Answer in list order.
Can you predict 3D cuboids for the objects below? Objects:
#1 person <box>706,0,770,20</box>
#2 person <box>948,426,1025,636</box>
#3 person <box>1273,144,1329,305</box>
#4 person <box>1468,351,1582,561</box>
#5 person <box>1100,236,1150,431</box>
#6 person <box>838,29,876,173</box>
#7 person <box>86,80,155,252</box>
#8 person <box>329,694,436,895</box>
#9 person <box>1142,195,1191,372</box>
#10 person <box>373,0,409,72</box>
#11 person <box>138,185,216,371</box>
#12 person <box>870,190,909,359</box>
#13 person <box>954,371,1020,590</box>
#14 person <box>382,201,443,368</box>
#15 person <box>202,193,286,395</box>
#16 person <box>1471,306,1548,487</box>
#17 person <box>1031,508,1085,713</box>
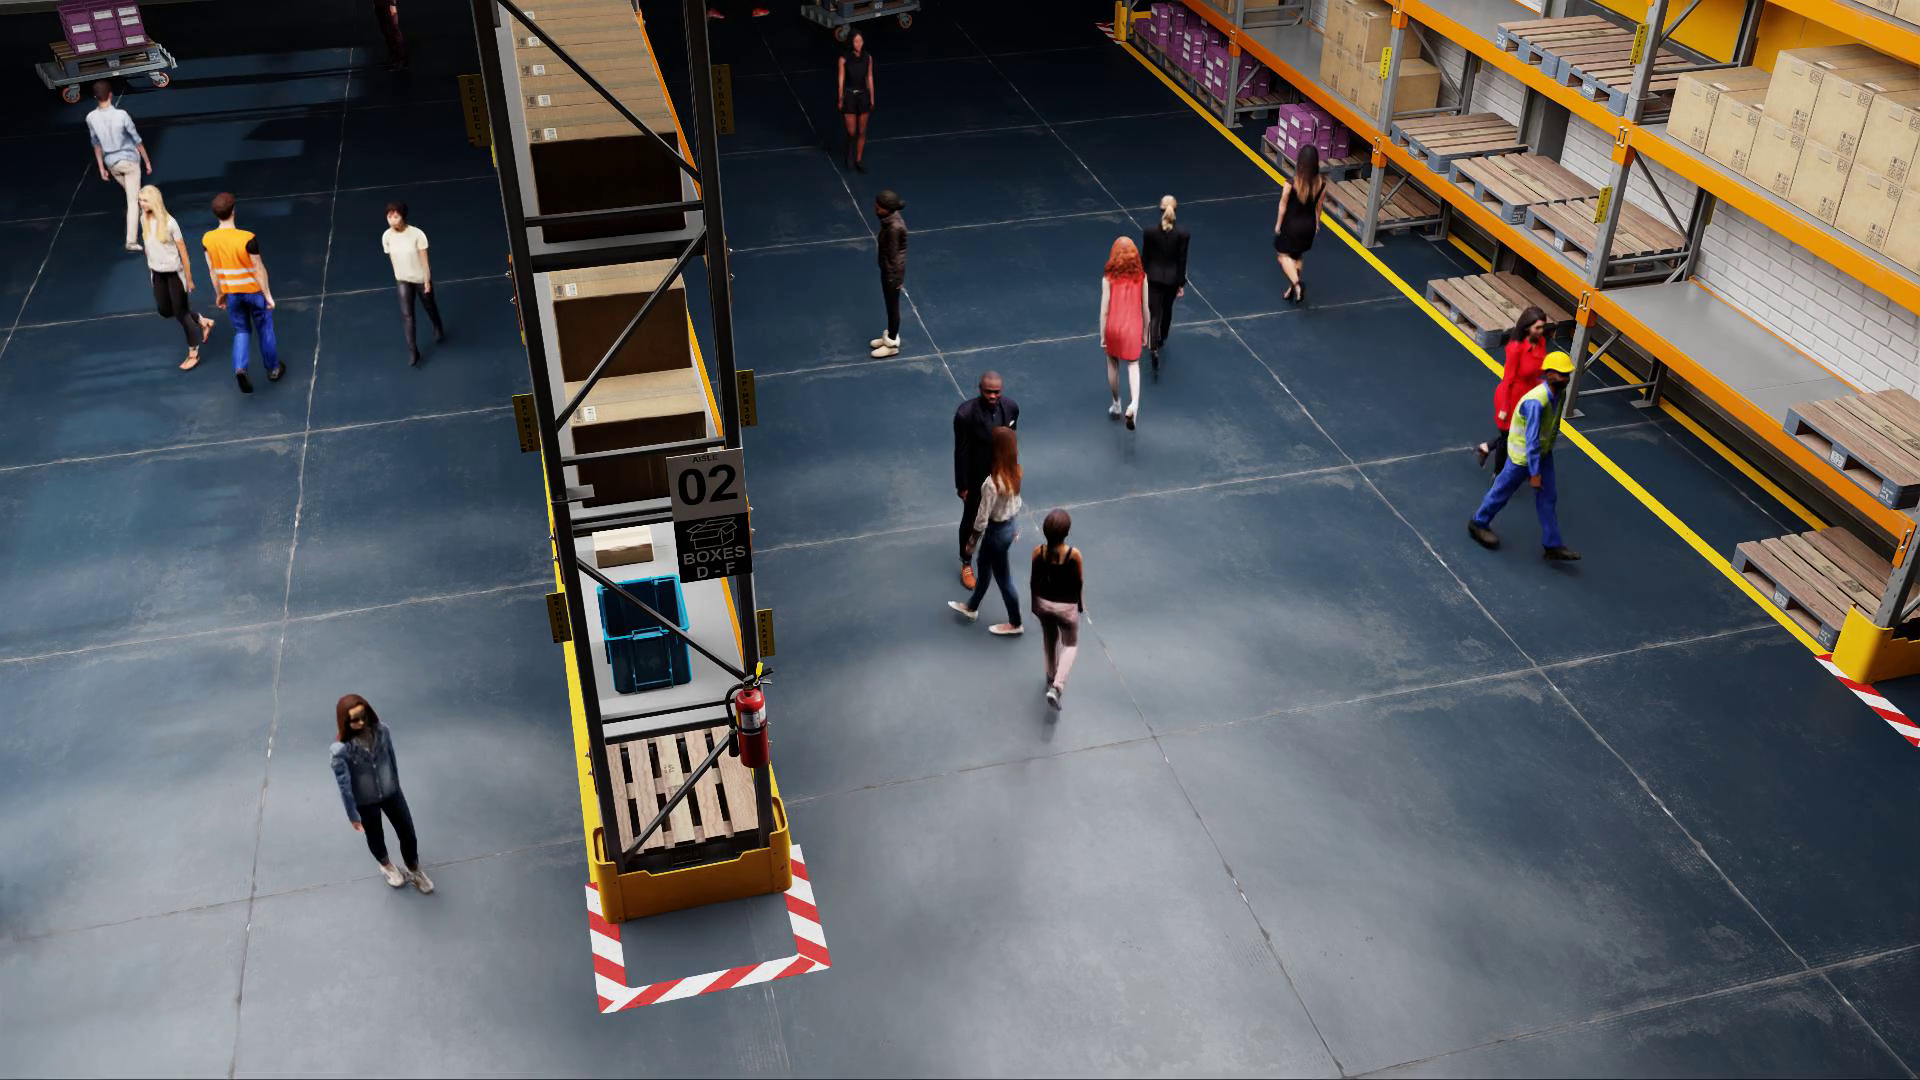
[{"bbox_3d":[-3.551,-8.777,25.260,0.934,1.771,1.215,-17,37,-24],"label":"person"},{"bbox_3d":[0.372,-0.029,12.157,0.938,1.706,0.923,10,35,15],"label":"person"},{"bbox_3d":[3.448,-3.116,16.808,0.682,1.699,0.822,-11,35,-16],"label":"person"},{"bbox_3d":[4.407,-0.679,13.078,0.991,1.769,1.270,-23,40,-31],"label":"person"},{"bbox_3d":[1.450,-1.767,14.682,0.700,1.805,1.029,-3,34,-4],"label":"person"},{"bbox_3d":[-1.291,-5.307,20.076,0.669,1.730,0.656,-16,37,-23],"label":"person"},{"bbox_3d":[-9.122,-4.026,18.071,0.873,1.816,1.288,-1,34,-1],"label":"person"},{"bbox_3d":[-3.576,1.513,10.055,0.718,1.463,0.789,-28,43,-35],"label":"person"},{"bbox_3d":[1.903,-2.379,15.730,0.880,1.665,1.162,3,34,4],"label":"person"},{"bbox_3d":[-8.074,-7.557,23.340,0.711,1.864,0.834,28,43,35],"label":"person"},{"bbox_3d":[-7.447,-2.548,15.850,0.858,1.813,0.951,11,35,16],"label":"person"},{"bbox_3d":[-0.646,-2.586,16.046,0.646,1.659,0.586,10,35,15],"label":"person"},{"bbox_3d":[0.197,-0.494,12.756,0.738,1.818,0.665,-15,36,-21],"label":"person"},{"bbox_3d":[-5.241,-2.527,16.055,0.759,1.551,1.051,1,34,1],"label":"person"},{"bbox_3d":[-6.626,-2.236,15.328,0.822,1.870,1.085,-1,34,-1],"label":"person"},{"bbox_3d":[4.557,-1.183,13.866,0.744,1.735,0.855,-20,39,-27],"label":"person"},{"bbox_3d":[0.668,0.496,11.506,0.796,1.552,0.942,10,35,14],"label":"person"}]
